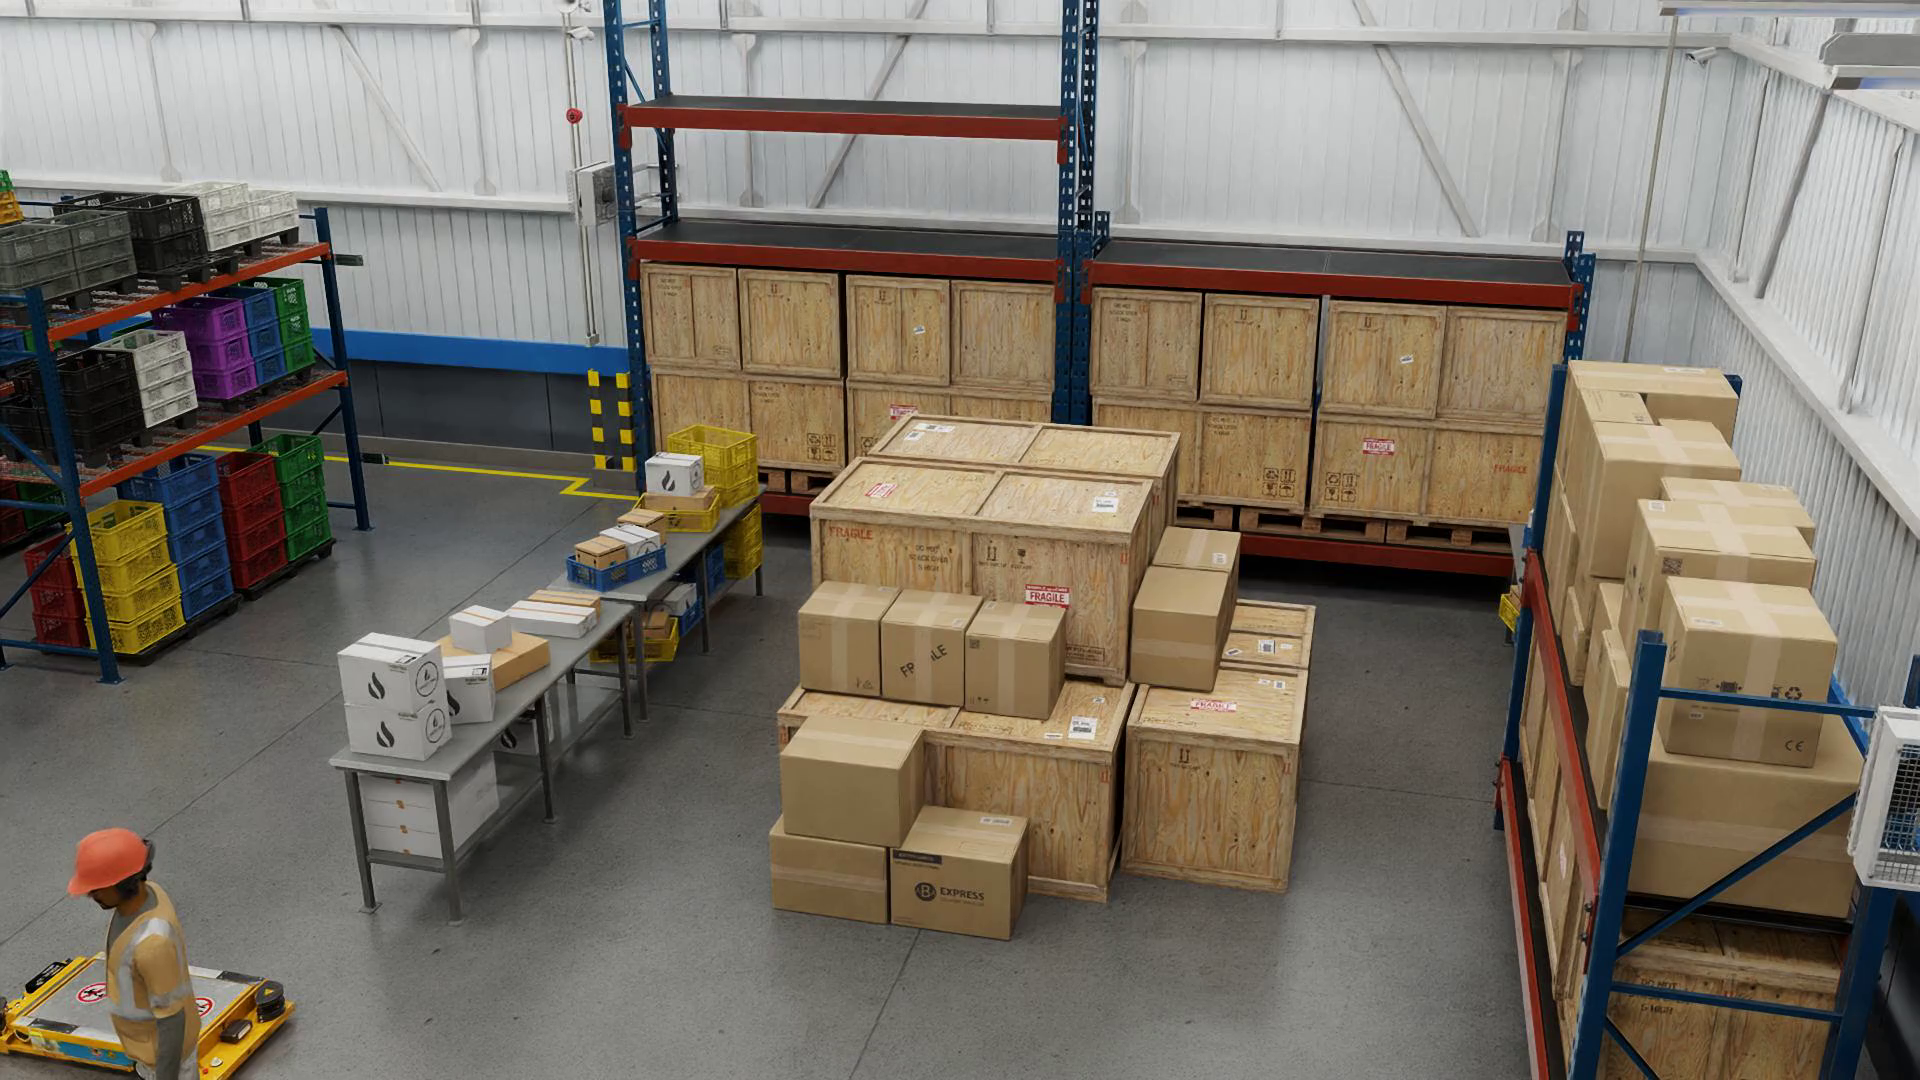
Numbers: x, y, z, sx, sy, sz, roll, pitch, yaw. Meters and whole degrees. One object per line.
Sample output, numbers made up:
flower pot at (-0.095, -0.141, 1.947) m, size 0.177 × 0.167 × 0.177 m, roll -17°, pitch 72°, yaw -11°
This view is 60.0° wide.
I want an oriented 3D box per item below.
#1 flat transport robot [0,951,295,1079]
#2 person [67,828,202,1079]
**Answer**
flat transport robot at (-4.270, 2.464, 8.601) m, size 1.431 × 0.231 × 0.659 m, roll 5°, pitch 22°, yaw 13°
person at (-3.417, 2.111, 7.046) m, size 0.375 × 2.040 × 0.606 m, roll -14°, pitch 25°, yaw -32°
